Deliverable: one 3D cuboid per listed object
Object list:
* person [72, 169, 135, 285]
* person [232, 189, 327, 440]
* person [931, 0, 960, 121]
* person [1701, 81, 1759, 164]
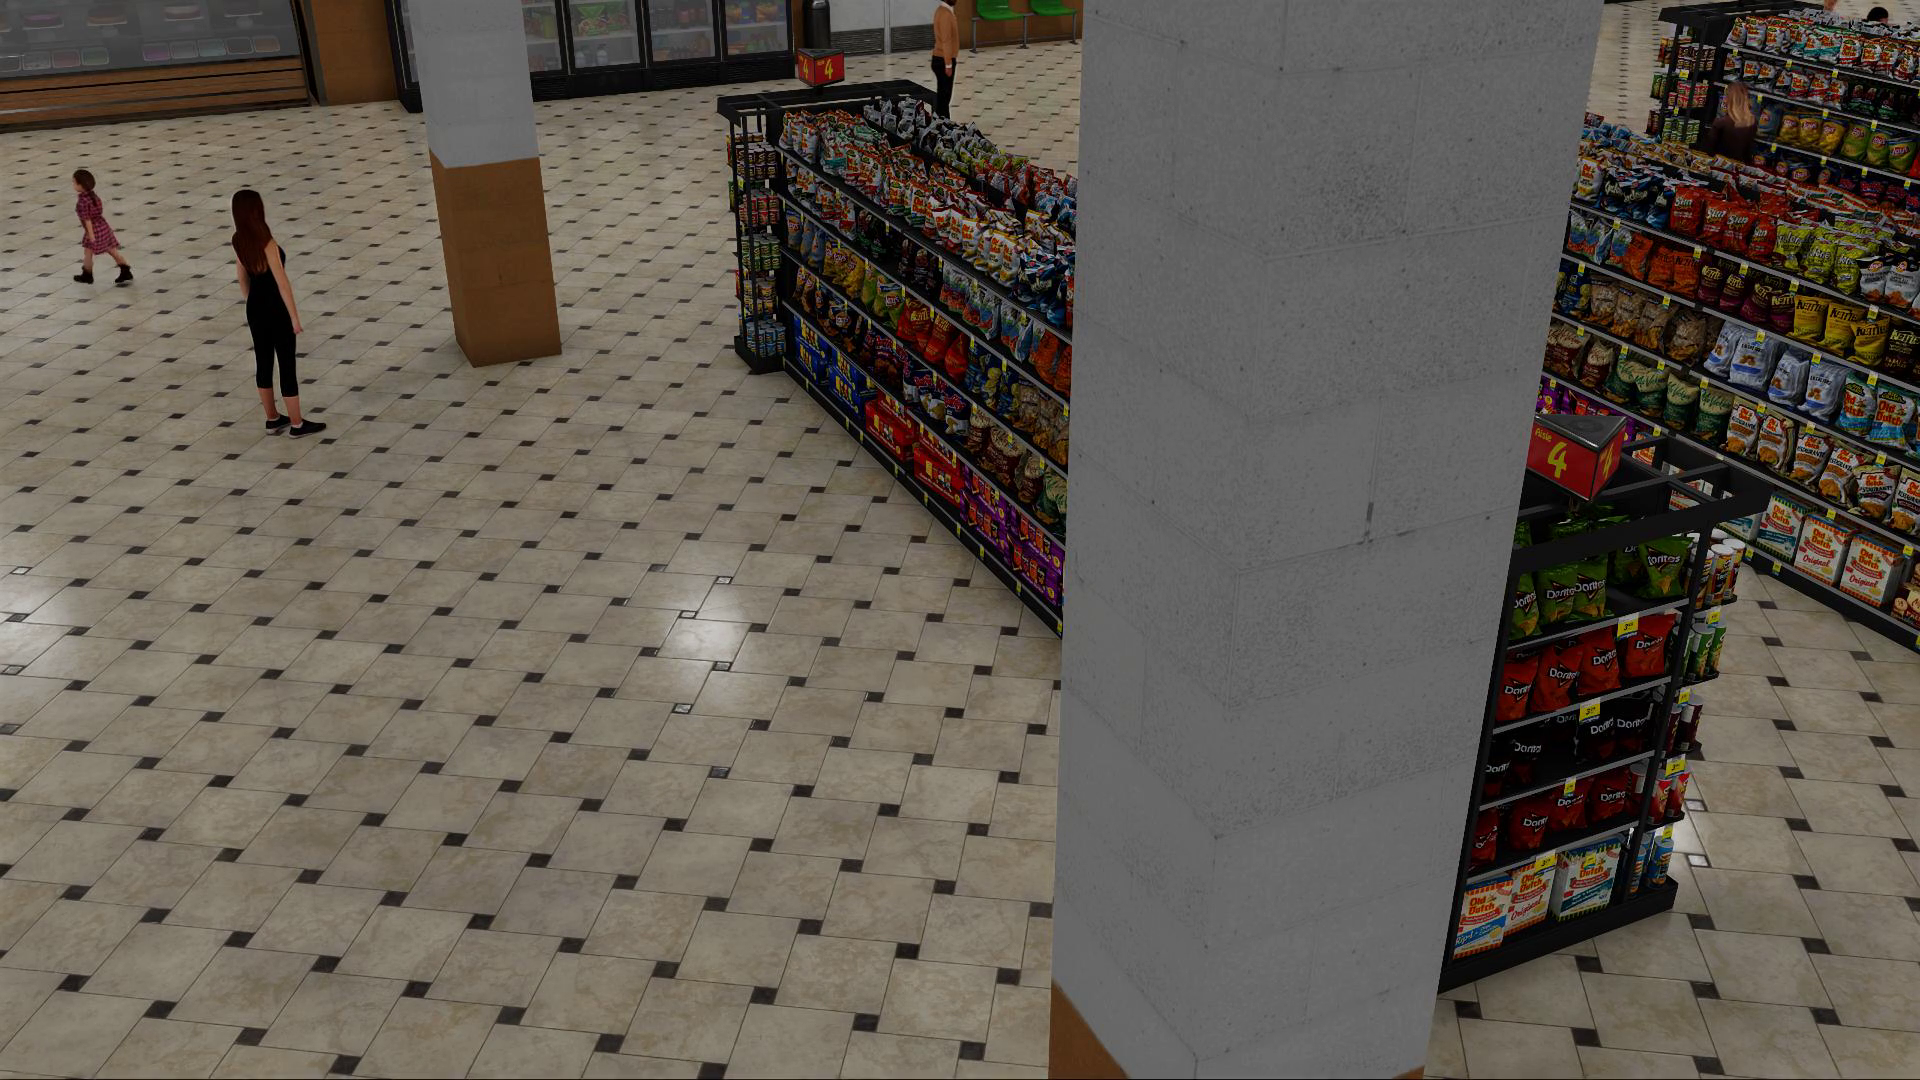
[{"bbox_3d":[-7.467,-2.702,14.454,0.710,1.007,0.738,2,27,4],"label":"person"},{"bbox_3d":[-4.731,-1.545,11.377,0.629,1.726,0.716,13,30,24],"label":"person"},{"bbox_3d":[-0.175,-5.498,19.144,0.796,1.751,0.663,-2,27,-4],"label":"person"},{"bbox_3d":[6.704,-3.108,14.500,0.662,1.690,0.622,-7,28,-14],"label":"person"}]
